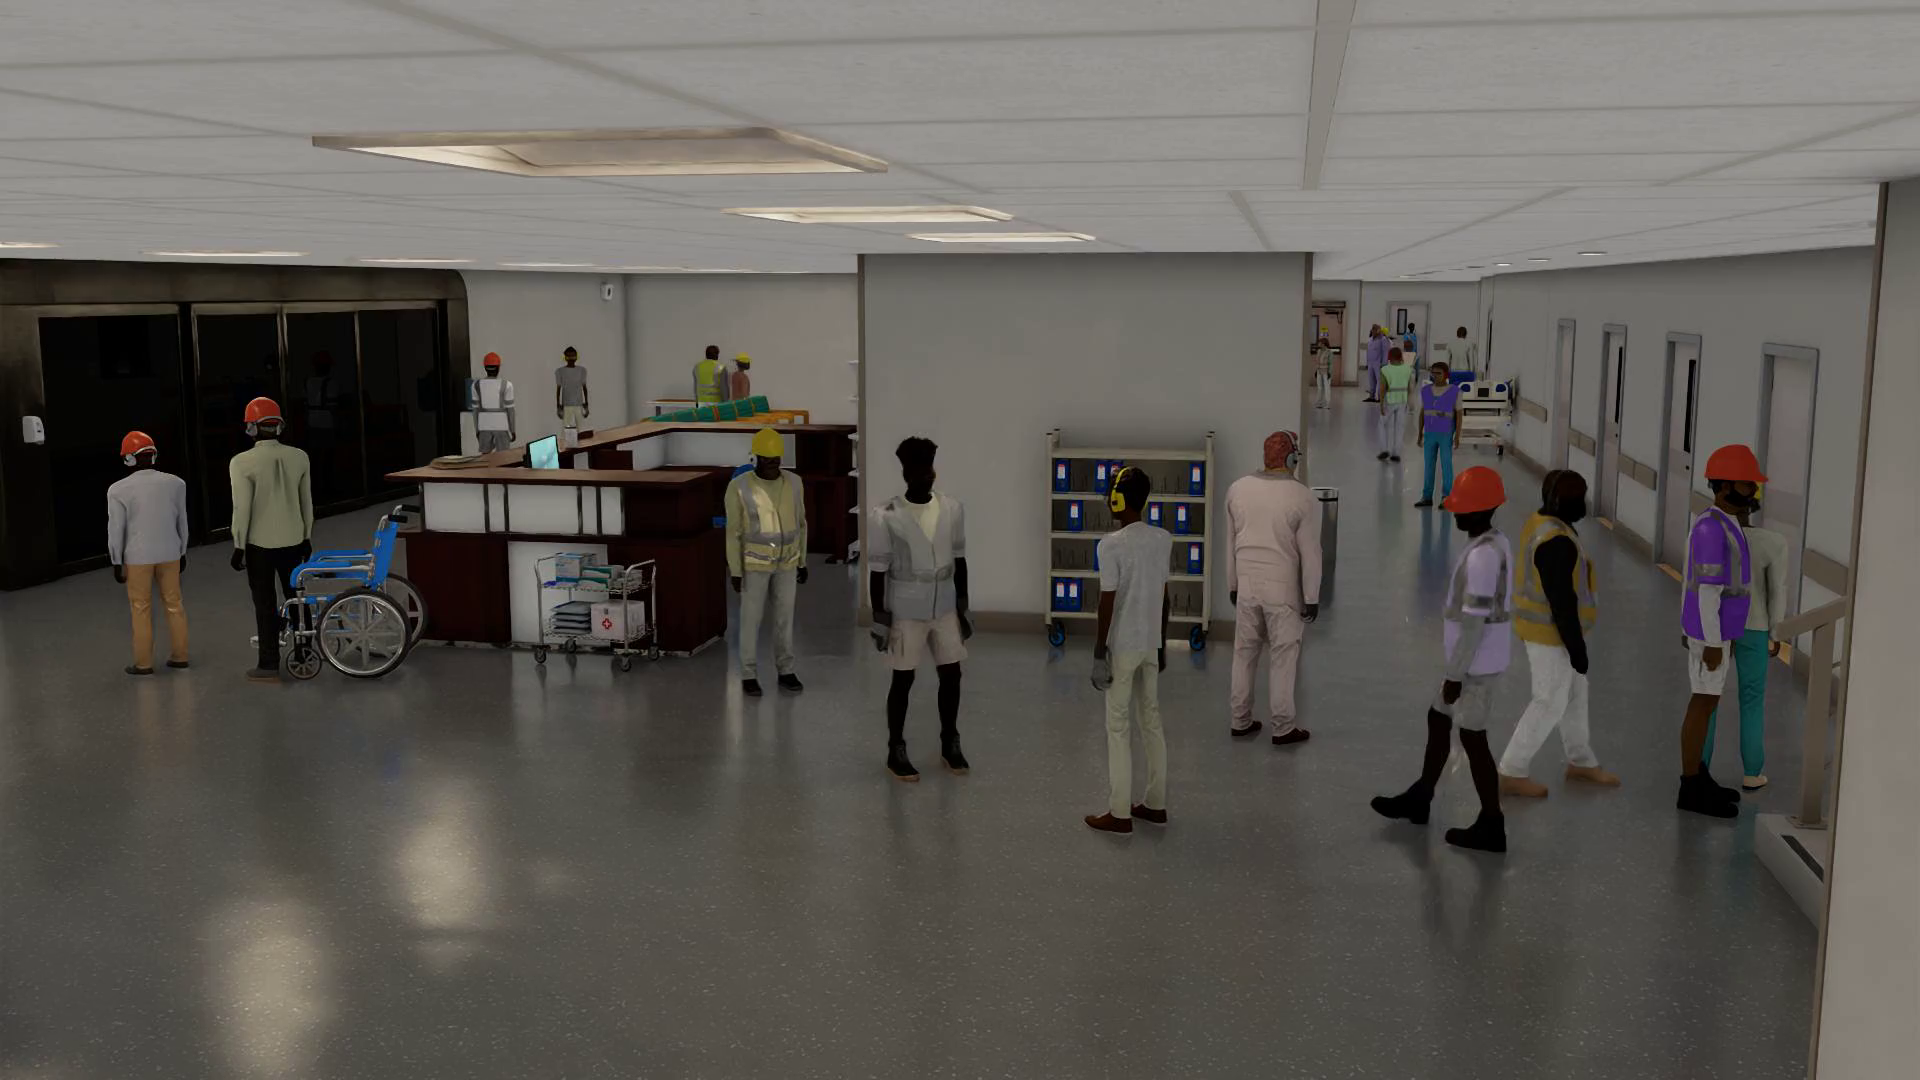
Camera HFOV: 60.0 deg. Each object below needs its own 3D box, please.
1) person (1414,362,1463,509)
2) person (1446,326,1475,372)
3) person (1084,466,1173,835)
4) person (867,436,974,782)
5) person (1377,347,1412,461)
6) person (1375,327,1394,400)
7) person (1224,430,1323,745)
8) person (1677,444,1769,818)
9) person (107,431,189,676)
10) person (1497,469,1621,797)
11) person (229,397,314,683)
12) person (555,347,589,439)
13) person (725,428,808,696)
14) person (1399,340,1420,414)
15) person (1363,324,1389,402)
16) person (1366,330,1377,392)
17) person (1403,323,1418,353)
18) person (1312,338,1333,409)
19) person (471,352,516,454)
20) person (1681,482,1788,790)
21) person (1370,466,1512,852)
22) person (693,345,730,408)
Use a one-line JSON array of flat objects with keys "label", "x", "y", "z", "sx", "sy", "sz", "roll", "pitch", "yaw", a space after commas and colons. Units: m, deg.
[{"label": "person", "x": 6.029, "y": -1.319, "z": 20.895, "sx": 0.571, "sy": 1.840, "sz": 0.373, "roll": 8, "pitch": 12, "yaw": 43}, {"label": "person", "x": 10.952, "y": -3.705, "z": 36.427, "sx": 0.627, "sy": 1.935, "sz": 0.371, "roll": 6, "pitch": 10, "yaw": 35}, {"label": "person", "x": 0.861, "y": 0.555, "z": 8.405, "sx": 0.516, "sy": 1.861, "sz": 0.321, "roll": -7, "pitch": 11, "yaw": -39}, {"label": "person", "x": -0.215, "y": 0.385, "z": 9.245, "sx": 0.621, "sy": 1.942, "sz": 0.411, "roll": -5, "pitch": 10, "yaw": -29}, {"label": "person", "x": 6.949, "y": -2.185, "z": 26.697, "sx": 0.575, "sy": 1.822, "sz": 0.577, "roll": -1, "pitch": 9, "yaw": -9}, {"label": "person", "x": 10.355, "y": -4.278, "z": 40.600, "sx": 0.403, "sy": 1.822, "sz": 0.599, "roll": -1, "pitch": 9, "yaw": -8}, {"label": "person", "x": 1.906, "y": 0.287, "z": 10.061, "sx": 0.650, "sy": 1.901, "sz": 0.399, "roll": 8, "pitch": 11, "yaw": 42}, {"label": "person", "x": 3.988, "y": 0.465, "z": 8.730, "sx": 0.362, "sy": 1.939, "sz": 0.542, "roll": 5, "pitch": 10, "yaw": 29}, {"label": "person", "x": -5.780, "y": 0.095, "z": 11.838, "sx": 0.348, "sy": 1.743, "sz": 0.564, "roll": 7, "pitch": 11, "yaw": 38}, {"label": "person", "x": 3.240, "y": 0.511, "z": 8.964, "sx": 0.682, "sy": 1.794, "sz": 0.659, "roll": 2, "pitch": 9, "yaw": 14}, {"label": "person", "x": -4.820, "y": -0.002, "z": 11.642, "sx": 0.389, "sy": 1.992, "sz": 0.625, "roll": 6, "pitch": 10, "yaw": 33}, {"label": "person", "x": -6.043, "y": -2.086, "z": 25.945, "sx": 0.503, "sy": 1.861, "sz": 0.326, "roll": -4, "pitch": 9, "yaw": -24}, {"label": "person", "x": -1.294, "y": 0.147, "z": 11.251, "sx": 0.598, "sy": 1.823, "sz": 0.414, "roll": -6, "pitch": 10, "yaw": -33}, {"label": "person", "x": 9.811, "y": -3.561, "z": 36.475, "sx": 0.509, "sy": 1.629, "sz": 0.314, "roll": 1, "pitch": 9, "yaw": 4}, {"label": "person", "x": 10.088, "y": -4.292, "z": 40.411, "sx": 0.402, "sy": 1.906, "sz": 0.651, "roll": -5, "pitch": 10, "yaw": -28}, {"label": "person", "x": 10.994, "y": -4.772, "z": 44.282, "sx": 0.320, "sy": 1.697, "sz": 0.531, "roll": 2, "pitch": 9, "yaw": 12}, {"label": "person", "x": 14.089, "y": -5.939, "z": 52.030, "sx": 0.537, "sy": 1.695, "sz": 0.320, "roll": -4, "pitch": 9, "yaw": -24}, {"label": "person", "x": 8.346, "y": -3.821, "z": 38.166, "sx": 0.310, "sy": 1.639, "sz": 0.514, "roll": -5, "pitch": 10, "yaw": -30}, {"label": "person", "x": -6.035, "y": -1.466, "z": 21.581, "sx": 0.547, "sy": 1.930, "sz": 0.387, "roll": 0, "pitch": 9, "yaw": -1}, {"label": "person", "x": 4.247, "y": 0.487, "z": 9.153, "sx": 0.526, "sy": 1.769, "sz": 0.328, "roll": 5, "pitch": 10, "yaw": 30}, {"label": "person", "x": 2.370, "y": 0.572, "z": 8.187, "sx": 0.753, "sy": 1.891, "sz": 0.584, "roll": 3, "pitch": 9, "yaw": 19}, {"label": "person", "x": -4.078, "y": -2.281, "z": 27.336, "sx": 0.628, "sy": 1.833, "sz": 0.434, "roll": 3, "pitch": 9, "yaw": 20}]
